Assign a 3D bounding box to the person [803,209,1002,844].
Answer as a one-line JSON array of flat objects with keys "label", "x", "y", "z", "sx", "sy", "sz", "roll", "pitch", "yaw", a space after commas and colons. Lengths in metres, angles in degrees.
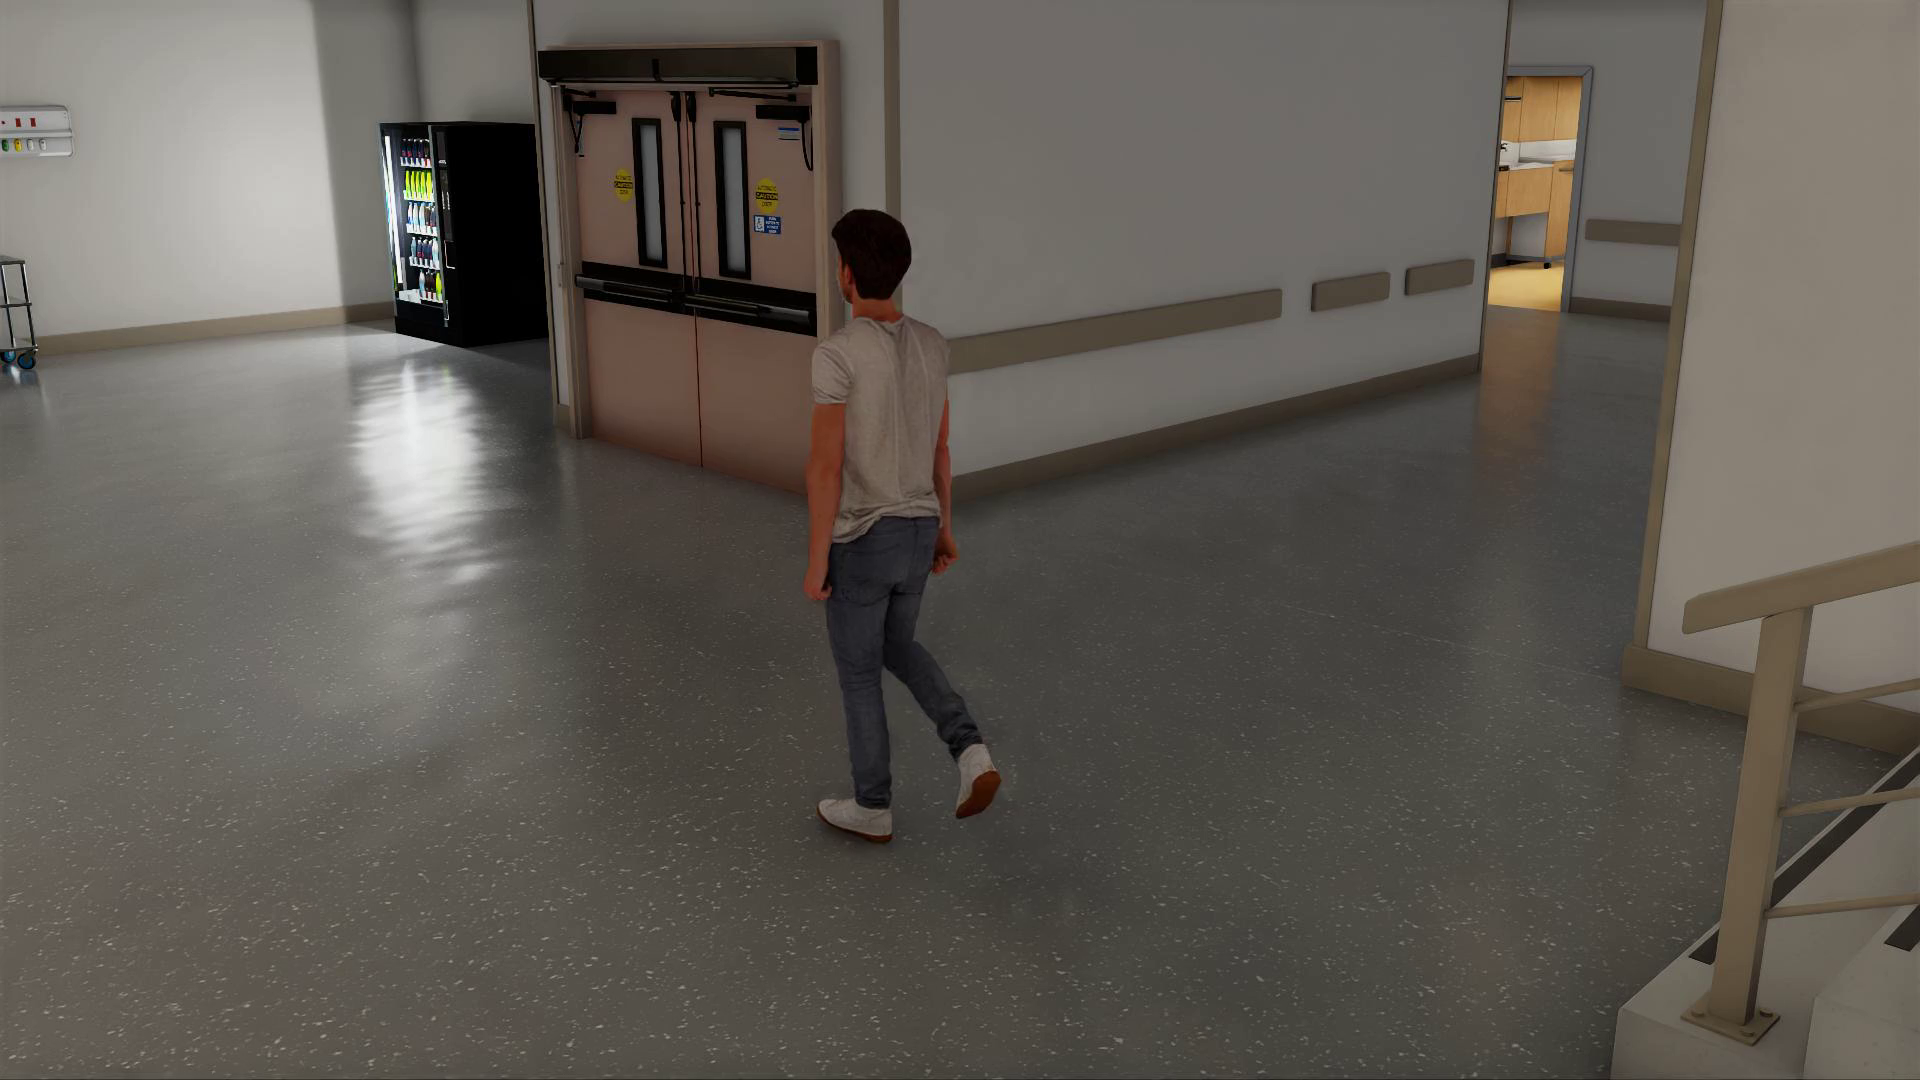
[{"label": "person", "x": -0.170, "y": 0.018, "z": 4.801, "sx": 0.872, "sy": 1.882, "sz": 0.676, "roll": 14, "pitch": 21, "yaw": 41}]
